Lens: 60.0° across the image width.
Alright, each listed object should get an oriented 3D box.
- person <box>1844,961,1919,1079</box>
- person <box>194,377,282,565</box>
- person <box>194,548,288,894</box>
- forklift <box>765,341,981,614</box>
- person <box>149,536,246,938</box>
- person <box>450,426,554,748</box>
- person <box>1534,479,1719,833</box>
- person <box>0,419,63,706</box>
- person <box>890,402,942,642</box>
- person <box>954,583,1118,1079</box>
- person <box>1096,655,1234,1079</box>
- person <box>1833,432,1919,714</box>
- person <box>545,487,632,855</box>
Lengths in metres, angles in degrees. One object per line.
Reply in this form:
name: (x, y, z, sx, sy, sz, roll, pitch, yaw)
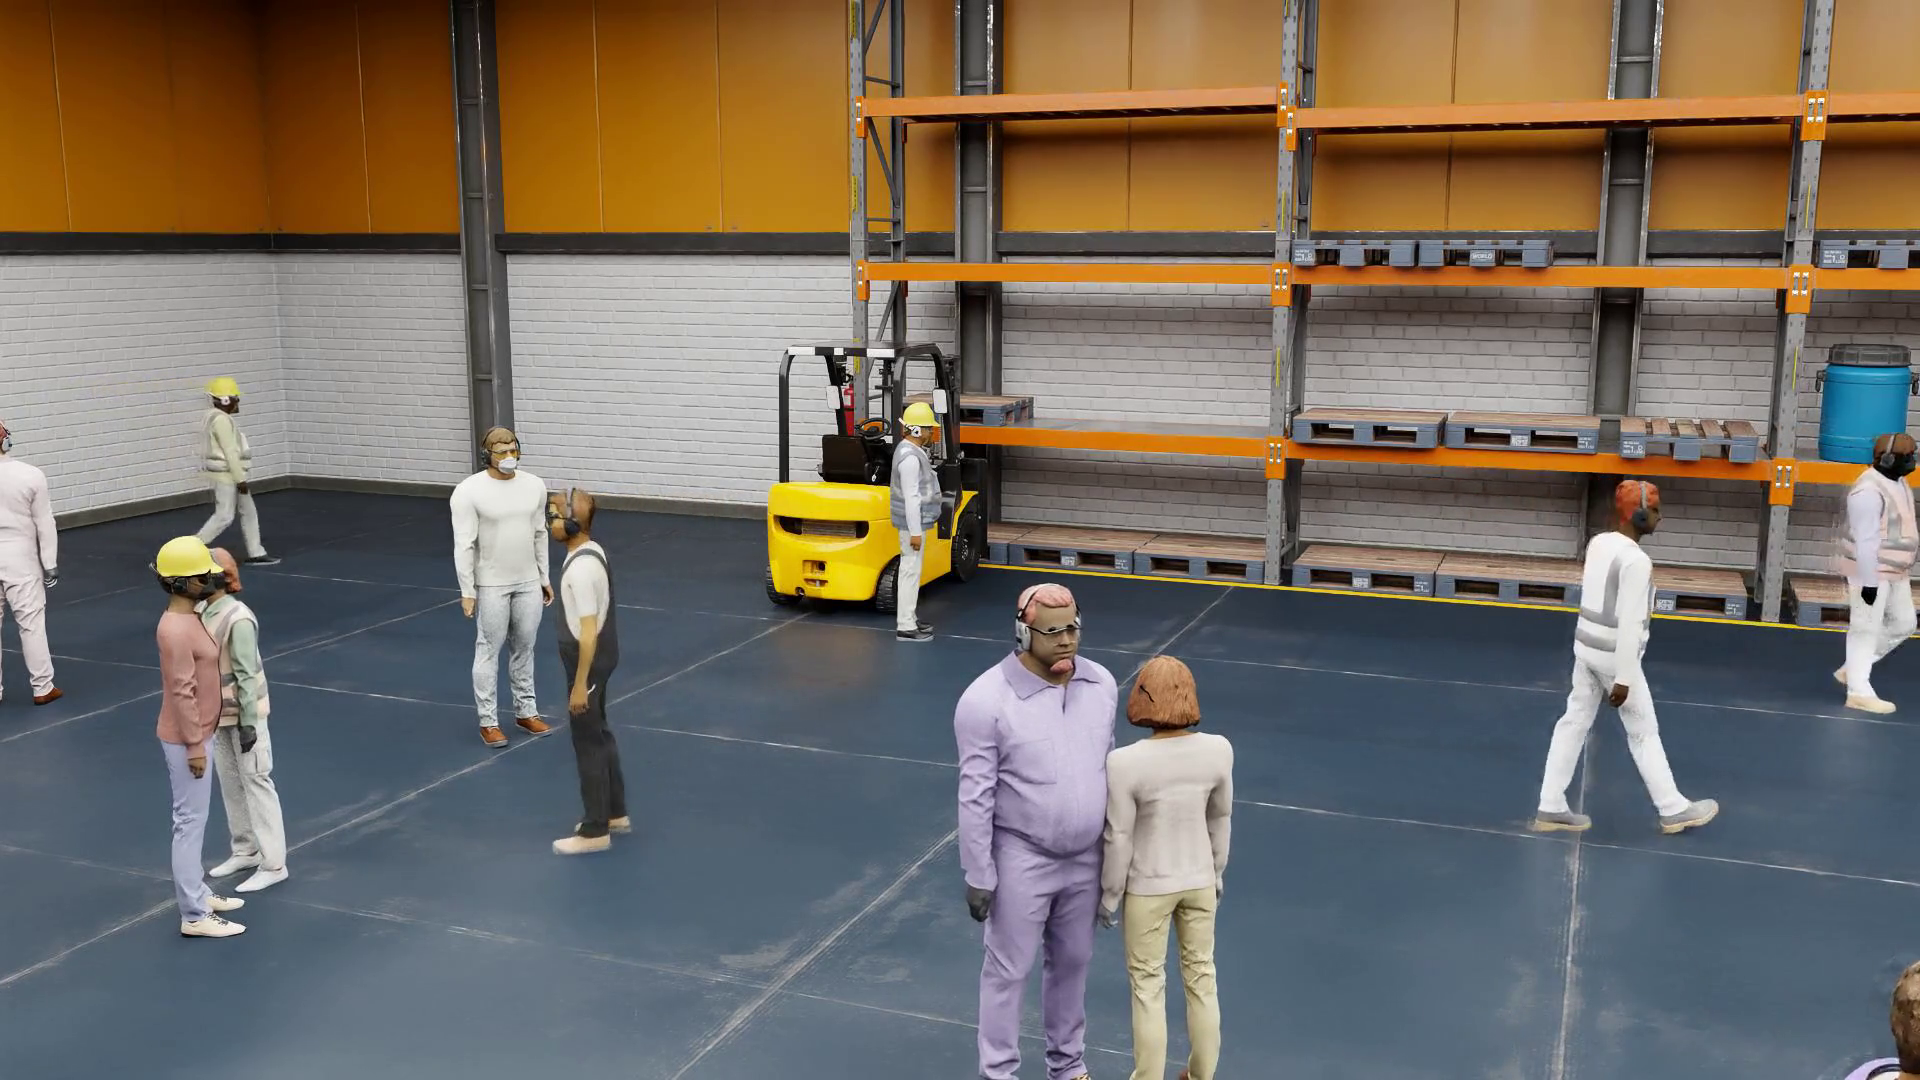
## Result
person: (1.616, 1.596, 3.038, 0.761, 1.825, 0.580, 4, 11, 20)
person: (-6.815, -0.606, 15.376, 0.832, 1.801, 0.593, -4, 11, -22)
person: (-3.420, 0.835, 7.819, 0.515, 1.628, 0.322, 10, 14, 43)
forklift: (-0.739, -0.602, 14.246, 1.214, 2.155, 2.313, 4, 11, 21)
person: (-3.354, 0.856, 7.314, 0.314, 1.769, 0.523, -4, 11, -22)
person: (-2.752, 0.272, 10.087, 0.359, 1.938, 0.635, 10, 14, 43)
person: (3.423, 0.605, 8.498, 0.954, 1.832, 0.600, -1, 10, -6)
person: (-6.235, 0.153, 10.845, 0.651, 1.906, 0.403, -4, 11, -21)
person: (-0.335, -0.139, 12.702, 0.403, 1.823, 0.591, 0, 10, -1)
person: (0.300, 1.083, 5.658, 0.651, 1.906, 0.408, -6, 12, -32)
person: (0.706, 1.204, 5.747, 0.500, 1.634, 0.286, -4, 11, -21)
person: (5.926, 0.213, 10.721, 0.655, 1.830, 0.446, -9, 14, -43)
person: (-1.868, 0.643, 8.289, 0.326, 1.845, 0.514, -1, 10, -6)
